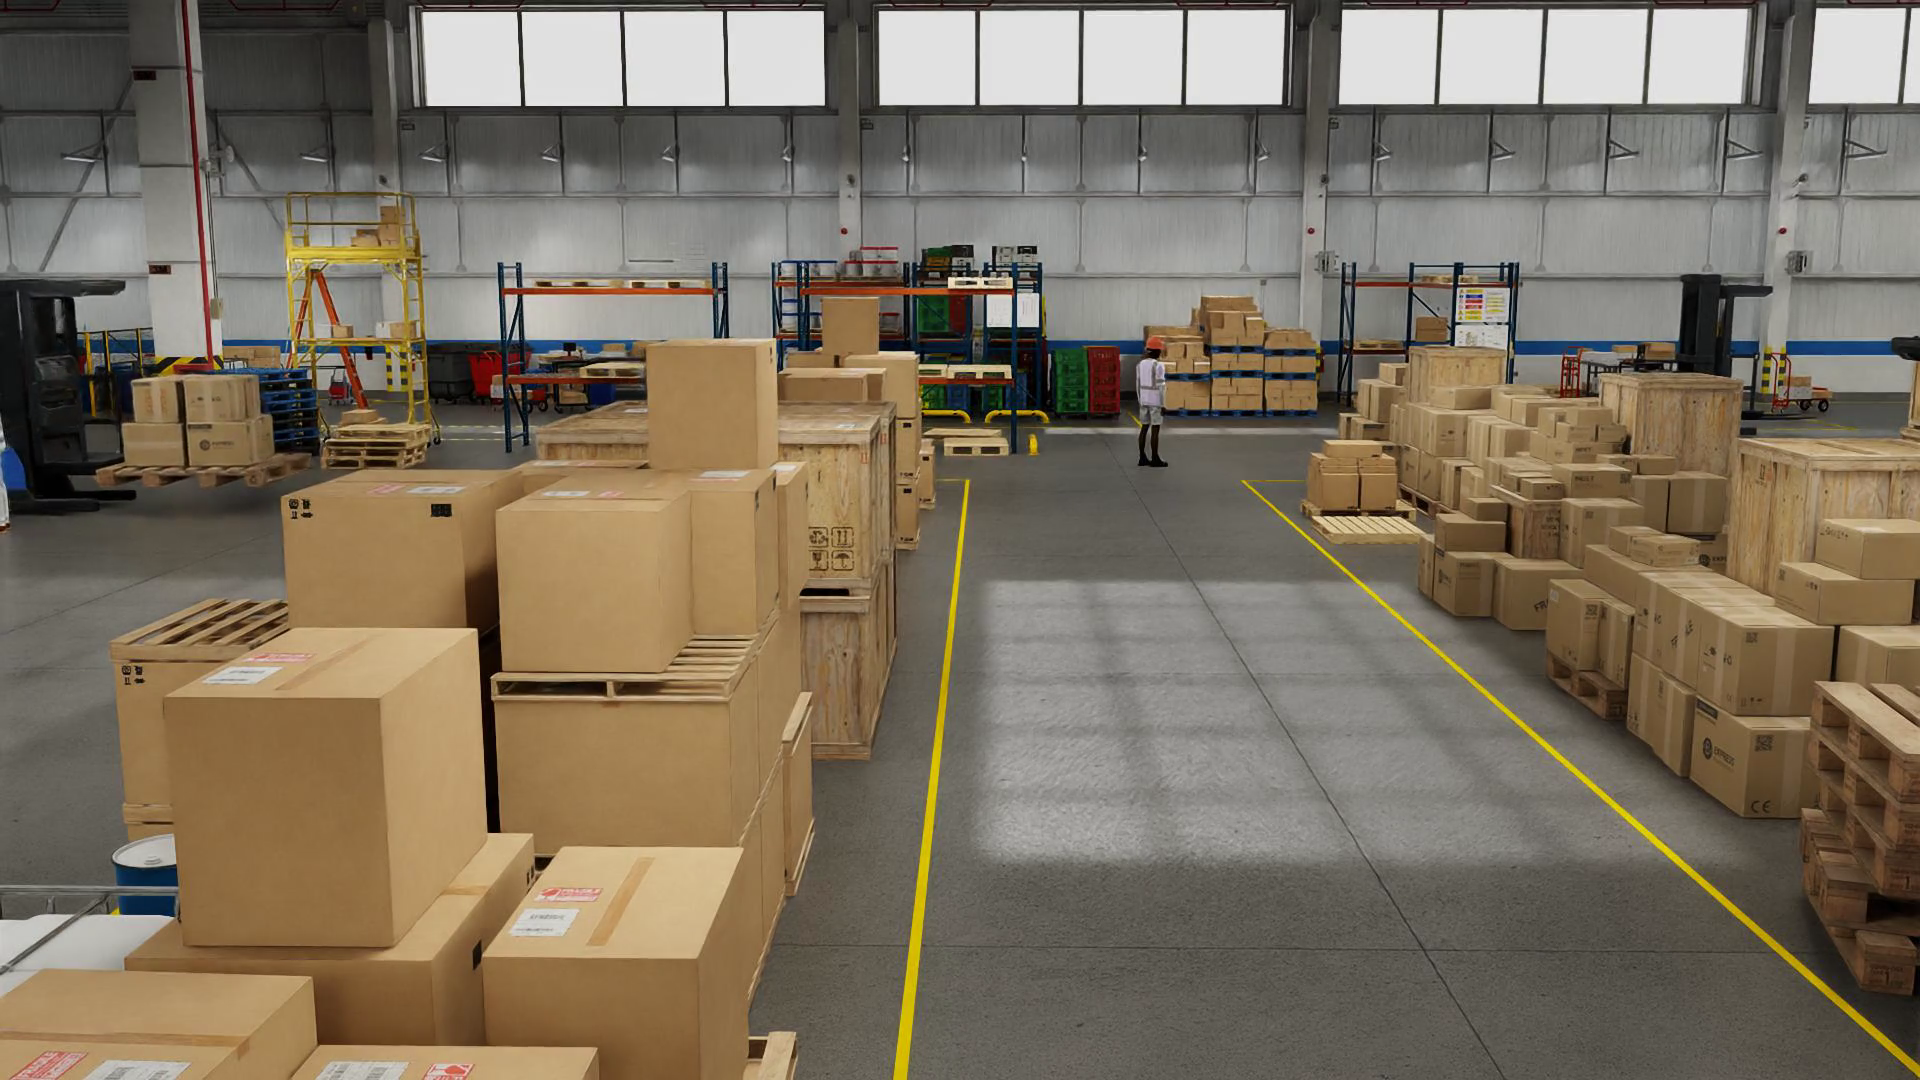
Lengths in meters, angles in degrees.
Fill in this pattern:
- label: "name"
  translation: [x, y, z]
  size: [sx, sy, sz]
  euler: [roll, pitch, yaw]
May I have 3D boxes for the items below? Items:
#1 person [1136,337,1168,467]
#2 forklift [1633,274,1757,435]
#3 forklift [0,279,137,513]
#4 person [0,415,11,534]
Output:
- label: "person"
  translation: [2.867, -2.047, 24.716]
  size: [0.360, 1.937, 0.550]
  euler: [-8, 12, -39]
- label: "forklift"
  translation: [12.930, -3.275, 29.250]
  size: [1.873, 2.768, 1.129]
  euler: [0, 9, 1]
- label: "forklift"
  translation: [-11.343, -1.774, 20.260]
  size: [1.873, 2.768, 1.129]
  euler: [0, 9, -2]
- label: "person"
  translation: [-10.871, -0.994, 18.596]
  size: [0.343, 1.881, 0.580]
  euler: [-4, 10, -21]
